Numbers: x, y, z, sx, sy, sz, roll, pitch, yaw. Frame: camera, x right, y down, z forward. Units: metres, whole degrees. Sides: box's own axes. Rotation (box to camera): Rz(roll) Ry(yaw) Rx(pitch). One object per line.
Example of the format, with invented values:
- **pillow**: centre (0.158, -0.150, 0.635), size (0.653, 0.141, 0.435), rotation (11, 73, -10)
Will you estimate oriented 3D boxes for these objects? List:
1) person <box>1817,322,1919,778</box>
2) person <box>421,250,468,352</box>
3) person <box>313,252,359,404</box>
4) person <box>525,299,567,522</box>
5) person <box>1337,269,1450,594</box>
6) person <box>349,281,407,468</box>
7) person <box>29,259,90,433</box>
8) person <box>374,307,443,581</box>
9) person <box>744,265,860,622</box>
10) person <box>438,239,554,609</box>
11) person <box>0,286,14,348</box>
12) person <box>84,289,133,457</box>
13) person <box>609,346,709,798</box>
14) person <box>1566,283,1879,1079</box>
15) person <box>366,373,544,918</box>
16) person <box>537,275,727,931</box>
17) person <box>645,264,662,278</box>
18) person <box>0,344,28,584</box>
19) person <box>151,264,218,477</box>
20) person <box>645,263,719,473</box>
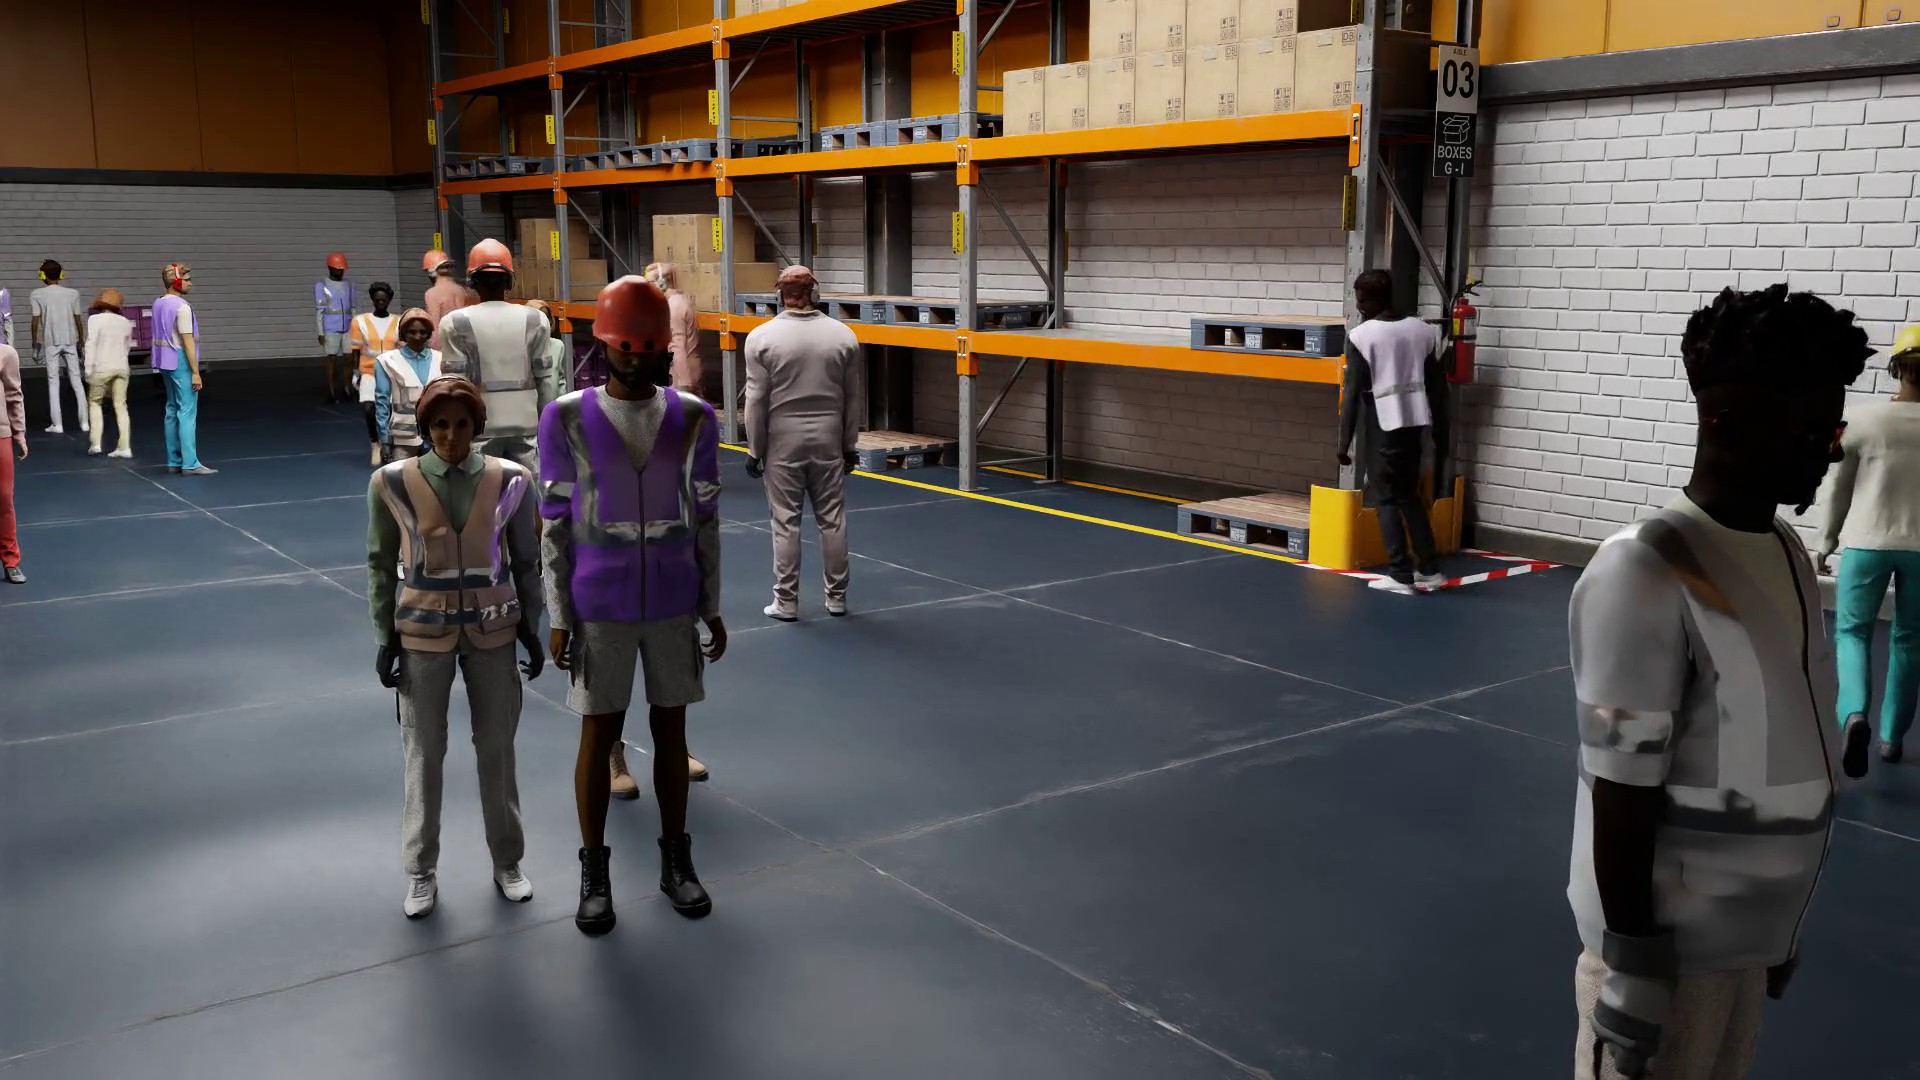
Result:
- **person**: centre (3.546, 0.042, 6.292), size (0.524, 1.739, 0.708), rotation (5, 11, 24)
- **person**: centre (-4.988, -1.894, 16.550), size (0.783, 1.963, 0.627), rotation (3, 11, 17)
- **person**: centre (-7.828, -2.659, 20.945), size (0.449, 1.911, 0.559), rotation (9, 14, 42)
- **person**: centre (-2.961, -0.872, 11.713), size (0.265, 1.631, 0.508), rotation (8, 13, 38)
- **person**: centre (2.501, -0.625, 9.647), size (0.618, 1.875, 0.477), rotation (-5, 11, -25)
- **person**: centre (-5.170, -1.473, 14.924), size (0.558, 1.684, 0.426), rotation (-4, 11, -20)
- **person**: centre (-9.676, -2.074, 17.850), size (0.527, 1.856, 0.361), rotation (-9, 13, -40)
- **person**: centre (-3.279, -0.584, 10.086), size (0.514, 1.640, 0.310), rotation (-8, 13, -38)
- **person**: centre (-0.858, -0.514, 8.953), size (0.643, 1.905, 0.399), rotation (-4, 11, -23)
- **person**: centre (-2.528, -0.611, 9.107), size (0.605, 2.044, 0.375), rotation (-6, 12, -30)
- **person**: centre (-10.319, -2.063, 17.565), size (0.594, 1.924, 0.383), rotation (-5, 11, -24)
- **person**: centre (-8.075, -1.575, 15.779), size (0.493, 1.591, 0.579), rotation (6, 12, 29)
- **person**: centre (-1.153, 0.087, 6.160), size (0.531, 1.697, 0.322), rotation (-8, 13, -39)
- **person**: centre (1.168, 0.585, 2.631), size (0.368, 1.963, 0.603), rotation (10, 14, 43)
- **person**: centre (-1.524, 0.313, 5.060), size (0.513, 1.640, 0.309), rotation (-4, 11, -23)
- **person**: centre (-0.956, 0.189, 4.936), size (0.543, 1.932, 0.370), rotation (-4, 11, -22)
- **person**: centre (-2.982, -1.814, 16.487), size (0.407, 1.821, 0.616), rotation (6, 12, 29)
- **person**: centre (-5.777, -0.591, 9.772), size (0.533, 1.767, 0.326), rotation (-7, 12, -33)
- **person**: centre (-6.804, -1.470, 14.477), size (0.575, 1.841, 0.375), rotation (8, 13, 39)
- **person**: centre (-2.355, -1.296, 13.486), size (0.798, 1.860, 0.677), rotation (-1, 10, -3)
